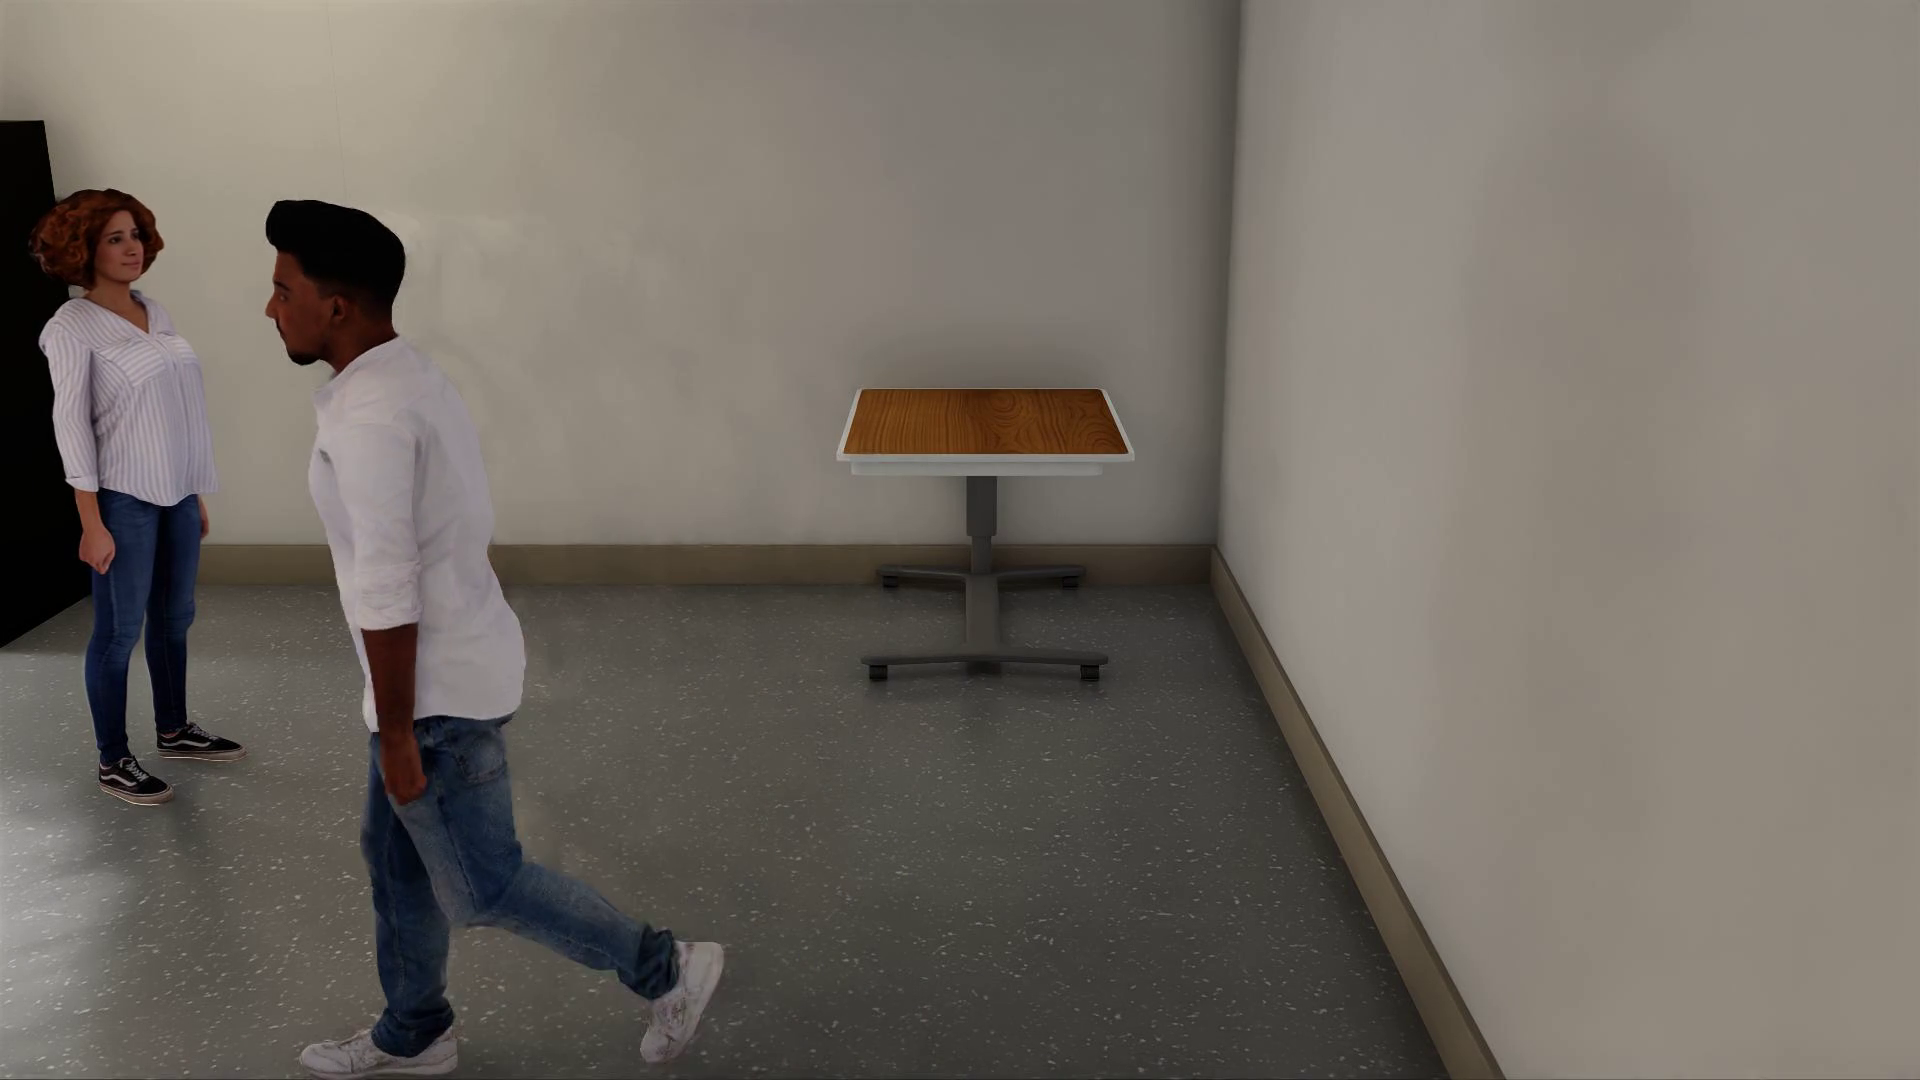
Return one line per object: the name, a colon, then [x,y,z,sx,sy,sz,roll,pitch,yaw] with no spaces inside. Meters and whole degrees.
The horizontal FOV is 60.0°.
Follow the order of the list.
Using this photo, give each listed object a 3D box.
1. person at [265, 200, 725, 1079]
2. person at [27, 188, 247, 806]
person: [-0.911,0.269,3.177,1.125,1.771,0.760,-2,16,-7]
person: [-2.355,-0.138,4.732,0.674,1.711,0.704,4,16,14]
